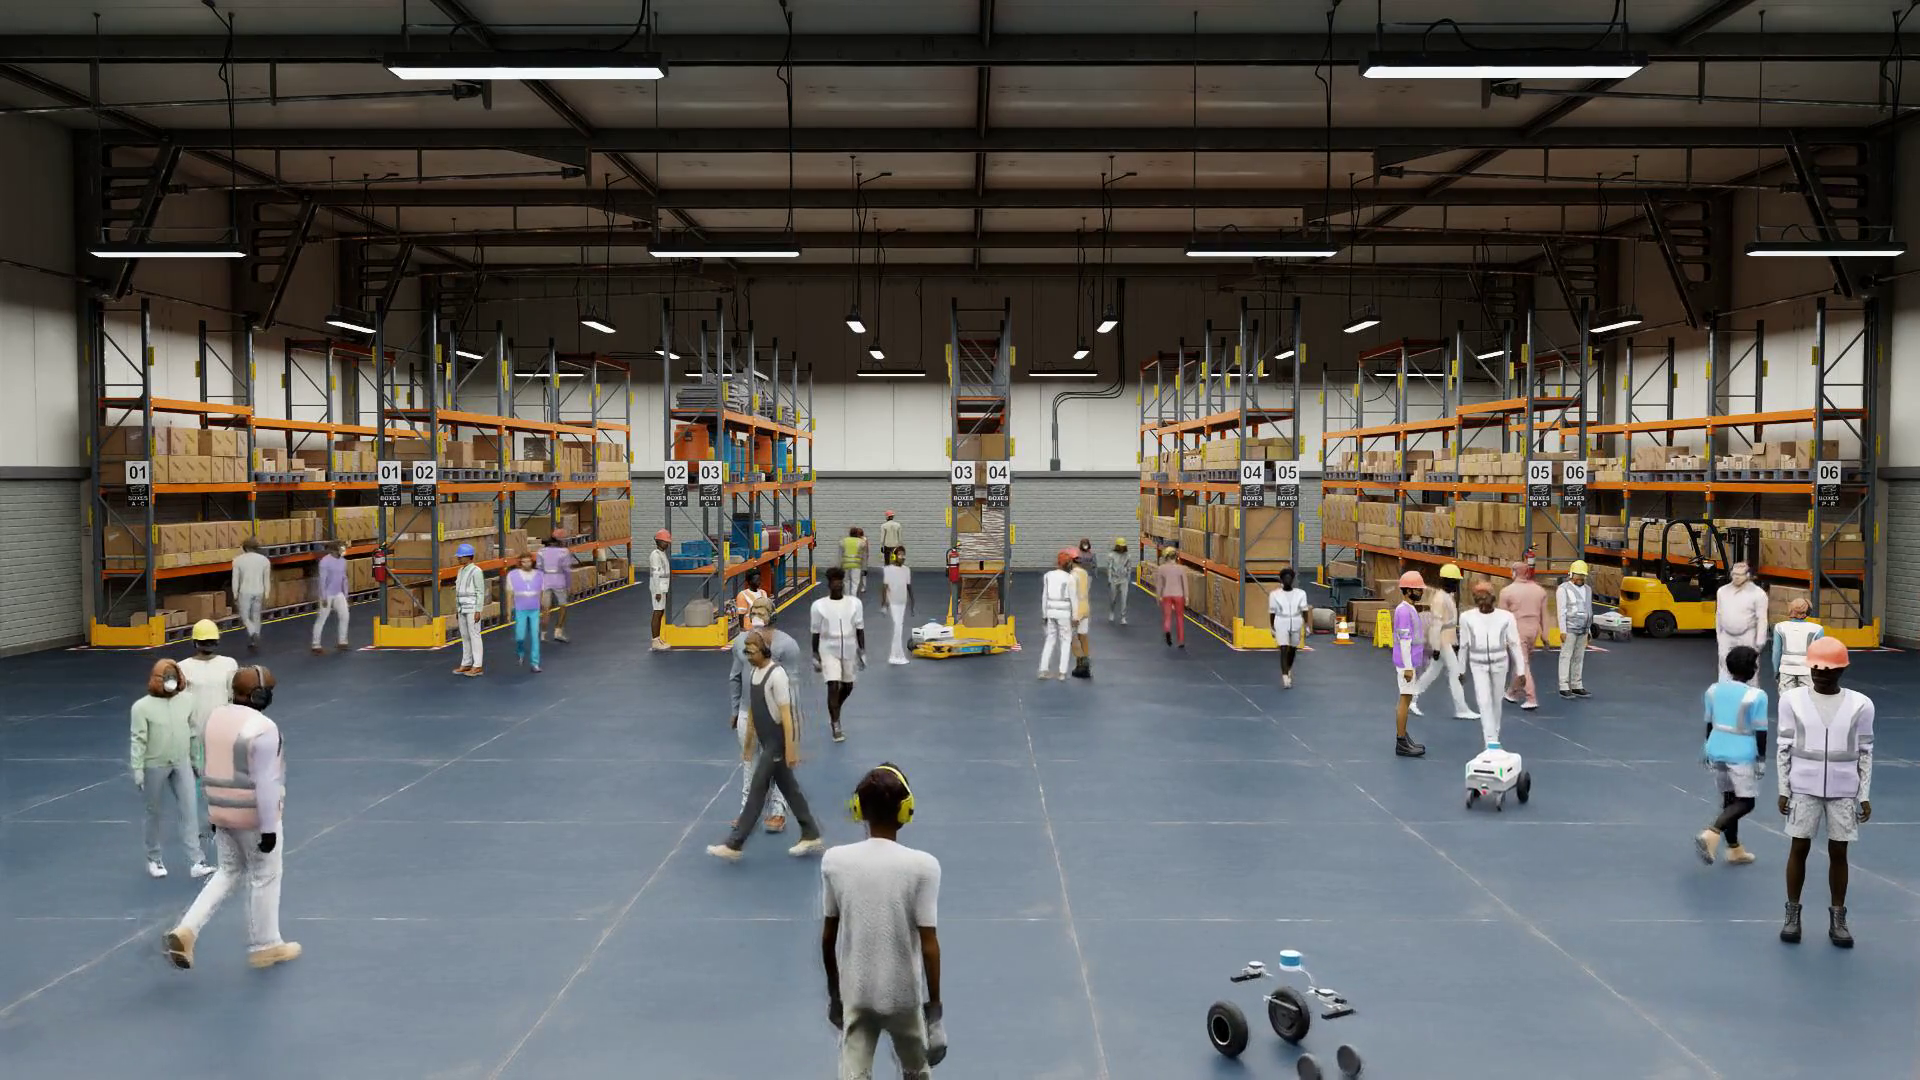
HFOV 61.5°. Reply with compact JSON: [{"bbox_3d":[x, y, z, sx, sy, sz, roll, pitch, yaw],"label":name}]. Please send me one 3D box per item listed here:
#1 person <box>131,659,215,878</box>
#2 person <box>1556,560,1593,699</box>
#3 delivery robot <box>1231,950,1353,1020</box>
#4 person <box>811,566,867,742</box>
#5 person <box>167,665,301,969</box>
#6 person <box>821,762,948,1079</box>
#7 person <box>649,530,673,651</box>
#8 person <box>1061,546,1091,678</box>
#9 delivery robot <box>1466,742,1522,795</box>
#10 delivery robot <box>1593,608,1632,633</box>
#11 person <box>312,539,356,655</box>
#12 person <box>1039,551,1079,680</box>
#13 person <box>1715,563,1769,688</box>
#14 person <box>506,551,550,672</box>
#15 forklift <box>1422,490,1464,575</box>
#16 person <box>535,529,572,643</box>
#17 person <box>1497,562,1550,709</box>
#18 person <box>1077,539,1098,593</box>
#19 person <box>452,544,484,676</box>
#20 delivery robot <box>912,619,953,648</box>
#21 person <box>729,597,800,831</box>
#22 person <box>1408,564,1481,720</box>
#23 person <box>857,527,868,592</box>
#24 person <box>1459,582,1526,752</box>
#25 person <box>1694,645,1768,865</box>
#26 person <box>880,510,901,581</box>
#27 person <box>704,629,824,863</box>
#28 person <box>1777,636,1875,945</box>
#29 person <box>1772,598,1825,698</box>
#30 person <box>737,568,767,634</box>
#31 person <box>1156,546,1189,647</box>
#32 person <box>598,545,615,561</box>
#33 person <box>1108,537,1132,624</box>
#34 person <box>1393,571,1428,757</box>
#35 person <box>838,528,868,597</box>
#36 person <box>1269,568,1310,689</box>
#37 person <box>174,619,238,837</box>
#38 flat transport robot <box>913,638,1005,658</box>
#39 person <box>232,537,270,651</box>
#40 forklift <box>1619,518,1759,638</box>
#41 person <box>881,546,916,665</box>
[{"bbox_3d":[-5.714,1.670,11.708,0.787,1.596,0.532,2,3,41],"label":"person"},{"bbox_3d":[8.158,1.179,21.378,0.588,1.827,0.404,-1,3,-28],"label":"person"},{"bbox_3d":[1.654,2.180,8.088,0.335,0.223,0.698,-1,3,-31],"label":"delivery robot"},{"bbox_3d":[-1.390,1.251,18.205,0.612,1.941,0.839,-1,2,-20],"label":"person"},{"bbox_3d":[-4.292,1.652,9.579,0.643,1.817,0.697,1,3,30],"label":"person"},{"bbox_3d":[-0.279,1.783,6.302,0.563,1.814,0.981,1,2,16],"label":"person"},{"bbox_3d":[-5.038,0.843,27.272,0.392,2.034,0.605,0,2,0],"label":"person"},{"bbox_3d":[1.691,1.049,23.521,0.476,1.911,0.591,1,3,33],"label":"person"},{"bbox_3d":[4.788,2.054,14.478,0.477,0.478,0.707,1,3,32],"label":"delivery robot"},{"bbox_3d":[11.749,1.474,29.075,0.477,0.478,0.707,-1,2,-17],"label":"delivery robot"},{"bbox_3d":[-10.330,0.940,26.684,0.675,1.897,0.635,1,2,20],"label":"person"},{"bbox_3d":[1.409,1.091,23.320,0.615,1.866,0.507,2,3,42],"label":"person"},{"bbox_3d":[9.616,1.218,19.941,0.829,1.874,0.667,-2,3,-40],"label":"person"},{"bbox_3d":[-6.460,1.067,24.158,0.657,1.821,0.463,-1,3,-29],"label":"person"},{"bbox_3d":[13.926,-0.371,47.846,1.873,2.768,1.129,0,2,0],"label":"forklift"},{"bbox_3d":[-7.173,0.815,28.407,0.685,2.007,0.462,0,2,7],"label":"person"},{"bbox_3d":[7.116,1.203,20.544,0.658,1.843,1.014,-1,2,-14],"label":"person"},{"bbox_3d":[2.672,0.774,34.306,0.526,1.589,0.818,0,2,-6],"label":"person"},{"bbox_3d":[-7.239,1.025,23.769,0.616,1.943,0.395,2,3,43],"label":"person"},{"bbox_3d":[-0.456,1.561,26.895,0.707,0.478,0.477,-2,3,-42],"label":"delivery robot"},{"bbox_3d":[-1.637,1.439,13.427,0.628,1.940,0.373,1,2,21],"label":"person"},{"bbox_3d":[5.845,1.224,19.684,0.936,1.885,0.602,1,2,21],"label":"person"},{"bbox_3d":[-2.540,0.500,40.782,0.515,1.639,0.314,1,3,31],"label":"person"},{"bbox_3d":[5.554,1.358,16.874,0.668,1.831,0.950,1,2,18],"label":"person"},{"bbox_3d":[5.739,1.623,12.076,0.652,1.680,0.542,-1,2,-23],"label":"person"},{"bbox_3d":[-1.945,0.160,45.128,0.623,1.986,0.410,-1,3,-27],"label":"person"},{"bbox_3d":[-1.464,1.562,12.331,0.968,1.775,0.521,-1,2,-24],"label":"person"},{"bbox_3d":[5.457,1.570,10.190,0.547,1.934,0.375,1,2,24],"label":"person"},{"bbox_3d":[8.943,1.436,17.217,0.523,1.637,0.311,2,3,41],"label":"person"},{"bbox_3d":[-2.792,1.226,21.794,0.318,1.695,0.539,2,3,37],"label":"person"},{"bbox_3d":[3.630,0.976,27.603,0.579,1.731,0.583,0,2,12],"label":"person"},{"bbox_3d":[-10.148,0.306,46.223,0.861,1.590,0.516,2,3,42],"label":"person"},{"bbox_3d":[3.180,0.796,32.230,0.486,1.720,0.660,0,2,-3],"label":"person"},{"bbox_3d":[4.766,1.294,17.092,0.356,1.939,0.543,1,2,18],"label":"person"},{"bbox_3d":[-2.363,0.627,35.948,0.646,1.784,0.898,0,2,8],"label":"person"},{"bbox_3d":[4.574,1.213,22.535,0.529,1.661,0.843,0,2,-1],"label":"person"},{"bbox_3d":[-6.194,1.532,13.290,0.335,1.767,0.527,2,3,45],"label":"person"},{"bbox_3d":[-0.010,1.762,26.510,1.431,0.197,0.652,-2,3,-40],"label":"flat transport robot"},{"bbox_3d":[-11.817,0.909,26.982,0.646,1.925,0.627,2,3,44],"label":"person"},{"bbox_3d":[13.417,0.684,29.791,2.313,2.155,1.214,0,2,0],"label":"forklift"},{"bbox_3d":[-0.882,1.021,25.030,0.555,1.846,0.767,-2,3,-42],"label":"person"}]
